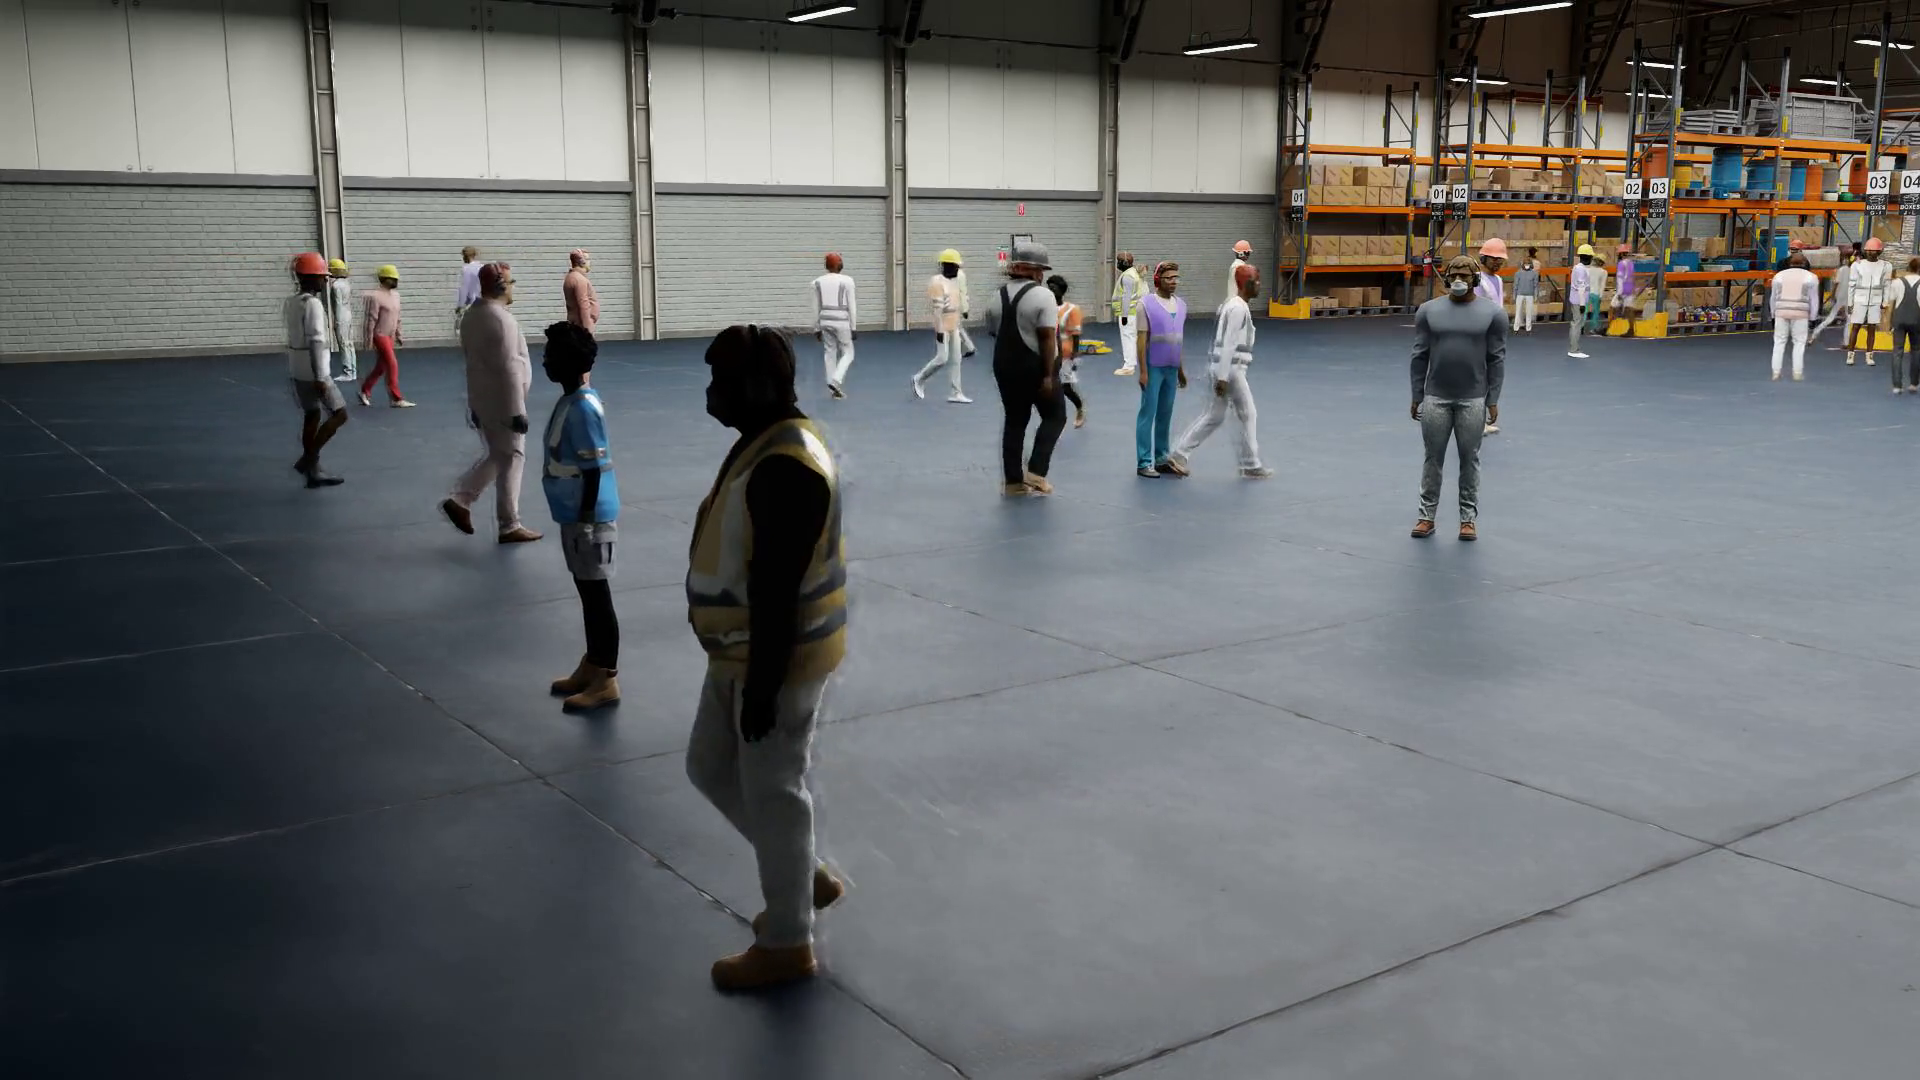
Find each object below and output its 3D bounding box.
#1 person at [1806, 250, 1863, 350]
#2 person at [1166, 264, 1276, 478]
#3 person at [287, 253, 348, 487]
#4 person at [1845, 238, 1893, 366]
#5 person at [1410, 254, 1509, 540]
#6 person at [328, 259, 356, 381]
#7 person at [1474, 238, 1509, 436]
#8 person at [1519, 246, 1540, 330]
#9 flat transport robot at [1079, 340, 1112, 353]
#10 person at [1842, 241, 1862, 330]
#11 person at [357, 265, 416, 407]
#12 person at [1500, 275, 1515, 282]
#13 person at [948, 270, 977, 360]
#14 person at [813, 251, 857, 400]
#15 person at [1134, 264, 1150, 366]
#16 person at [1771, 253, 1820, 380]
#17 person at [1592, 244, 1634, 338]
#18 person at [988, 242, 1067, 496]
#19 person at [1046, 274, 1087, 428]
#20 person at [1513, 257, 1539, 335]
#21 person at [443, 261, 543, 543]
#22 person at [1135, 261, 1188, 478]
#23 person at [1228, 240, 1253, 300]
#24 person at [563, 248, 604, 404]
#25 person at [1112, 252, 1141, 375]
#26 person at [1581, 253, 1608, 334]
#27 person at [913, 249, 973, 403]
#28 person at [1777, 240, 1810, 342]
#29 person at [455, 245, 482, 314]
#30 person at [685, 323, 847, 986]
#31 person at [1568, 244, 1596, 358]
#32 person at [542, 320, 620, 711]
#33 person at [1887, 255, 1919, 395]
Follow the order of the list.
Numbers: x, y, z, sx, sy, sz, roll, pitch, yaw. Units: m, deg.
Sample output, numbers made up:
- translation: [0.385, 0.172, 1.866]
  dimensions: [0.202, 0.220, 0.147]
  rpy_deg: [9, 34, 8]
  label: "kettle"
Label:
- translation: [16.140, -4.415, 30.581]
  dimensions: [0.564, 1.825, 0.855]
  rpy_deg: [-4, 11, -23]
  label: "person"
- translation: [2.231, -1.427, 14.181]
  dimensions: [0.903, 1.838, 0.621]
  rpy_deg: [0, 10, 1]
  label: "person"
- translation: [-5.281, -1.383, 13.655]
  dimensions: [0.400, 1.923, 0.568]
  rpy_deg: [-9, 14, -40]
  label: "person"
- translation: [14.535, -3.803, 26.610]
  dimensions: [0.609, 2.040, 0.394]
  rpy_deg: [4, 11, 20]
  label: "person"
- translation: [3.379, -0.967, 11.338]
  dimensions: [0.632, 1.940, 0.372]
  rpy_deg: [4, 11, 23]
  label: "person"
- translation: [-8.896, -3.156, 23.875]
  dimensions: [0.295, 1.743, 0.493]
  rpy_deg: [0, 10, -2]
  label: "person"
- translation: [5.469, -2.099, 17.273]
  dimensions: [0.400, 2.037, 0.610]
  rpy_deg: [9, 14, 41]
  label: "person"
- translation: [12.660, -5.582, 36.908]
  dimensions: [0.709, 1.845, 0.527]
  rpy_deg: [-8, 13, -38]
  label: "person"
- translation: [1.882, -3.401, 29.253]
  dimensions: [1.431, 0.197, 0.652]
  rpy_deg: [-4, 11, -21]
  label: "flat transport robot"
- translation: [19.761, -5.612, 36.750]
  dimensions: [0.529, 1.955, 0.626]
  rpy_deg: [-7, 13, -35]
  label: "person"
- translation: [-7.034, -2.468, 20.140]
  dimensions: [0.798, 1.728, 0.525]
  rpy_deg: [2, 11, 11]
  label: "person"
- translation: [13.910, -6.452, 42.348]
  dimensions: [0.852, 1.589, 0.500]
  rpy_deg: [-3, 11, -16]
  label: "person"
- translation: [0.003, -3.907, 27.865]
  dimensions: [0.679, 1.800, 0.611]
  rpy_deg: [-3, 11, -17]
  label: "person"
- translation: [-1.566, -2.689, 20.949]
  dimensions: [0.599, 1.873, 0.423]
  rpy_deg: [4, 11, 22]
  label: "person"
- translation: [2.890, -3.584, 26.549]
  dimensions: [0.425, 1.625, 0.519]
  rpy_deg: [8, 13, 38]
  label: "person"
- translation: [12.032, -3.216, 23.991]
  dimensions: [0.645, 1.830, 0.431]
  rpy_deg: [8, 13, 38]
  label: "person"
- translation: [13.450, -5.086, 34.031]
  dimensions: [0.573, 1.893, 0.940]
  rpy_deg: [-9, 14, -40]
  label: "person"
- translation: [0.548, -1.353, 13.175]
  dimensions: [0.539, 2.000, 0.709]
  rpy_deg: [-10, 14, -43]
  label: "person"
- translation: [1.047, -1.914, 17.248]
  dimensions: [0.539, 1.675, 0.654]
  rpy_deg: [7, 13, 35]
  label: "person"
- translation: [11.852, -5.105, 34.865]
  dimensions: [0.498, 1.632, 0.285]
  rpy_deg: [4, 11, 19]
  label: "person"
- translation: [-3.123, -0.906, 11.112]
  dimensions: [0.545, 1.897, 0.640]
  rpy_deg: [-8, 13, -36]
  label: "person"
- translation: [1.722, -1.469, 14.338]
  dimensions: [0.563, 1.848, 0.390]
  rpy_deg: [-9, 14, -41]
  label: "person"
- translation: [4.533, -3.843, 26.951]
  dimensions: [0.382, 1.993, 0.622]
  rpy_deg: [0, 10, -1]
  label: "person"
- translation: [-4.635, -2.621, 20.477]
  dimensions: [0.410, 1.913, 0.651]
  rpy_deg: [-5, 11, -26]
  label: "person"
- translation: [2.480, -3.377, 24.845]
  dimensions: [0.429, 1.835, 0.630]
  rpy_deg: [2, 10, 10]
  label: "person"
- translation: [13.404, -5.212, 35.208]
  dimensions: [0.531, 1.716, 0.888]
  rpy_deg: [7, 12, 34]
  label: "person"
- translation: [-0.208, -2.650, 20.635]
  dimensions: [0.714, 1.909, 0.606]
  rpy_deg: [6, 12, 29]
  label: "person"
- translation: [16.320, -4.877, 32.615]
  dimensions: [0.622, 1.993, 0.382]
  rpy_deg: [9, 14, 40]
  label: "person"
- translation: [-7.906, -3.805, 26.974]
  dimensions: [0.478, 1.918, 0.623]
  rpy_deg: [0, 10, 2]
  label: "person"
- translation: [-0.535, 0.328, 4.554]
  dimensions: [0.445, 1.831, 0.631]
  rpy_deg: [-3, 11, -16]
  label: "person"
- translation: [10.627, -4.084, 28.457]
  dimensions: [0.369, 1.927, 0.588]
  rpy_deg: [2, 11, 12]
  label: "person"
- translation: [-1.658, -0.107, 7.287]
  dimensions: [0.322, 1.696, 0.536]
  rpy_deg: [-4, 11, -19]
  label: "person"
- translation: [12.500, -2.825, 21.894]
  dimensions: [0.513, 1.809, 0.899]
  rpy_deg: [7, 12, 34]
  label: "person"
